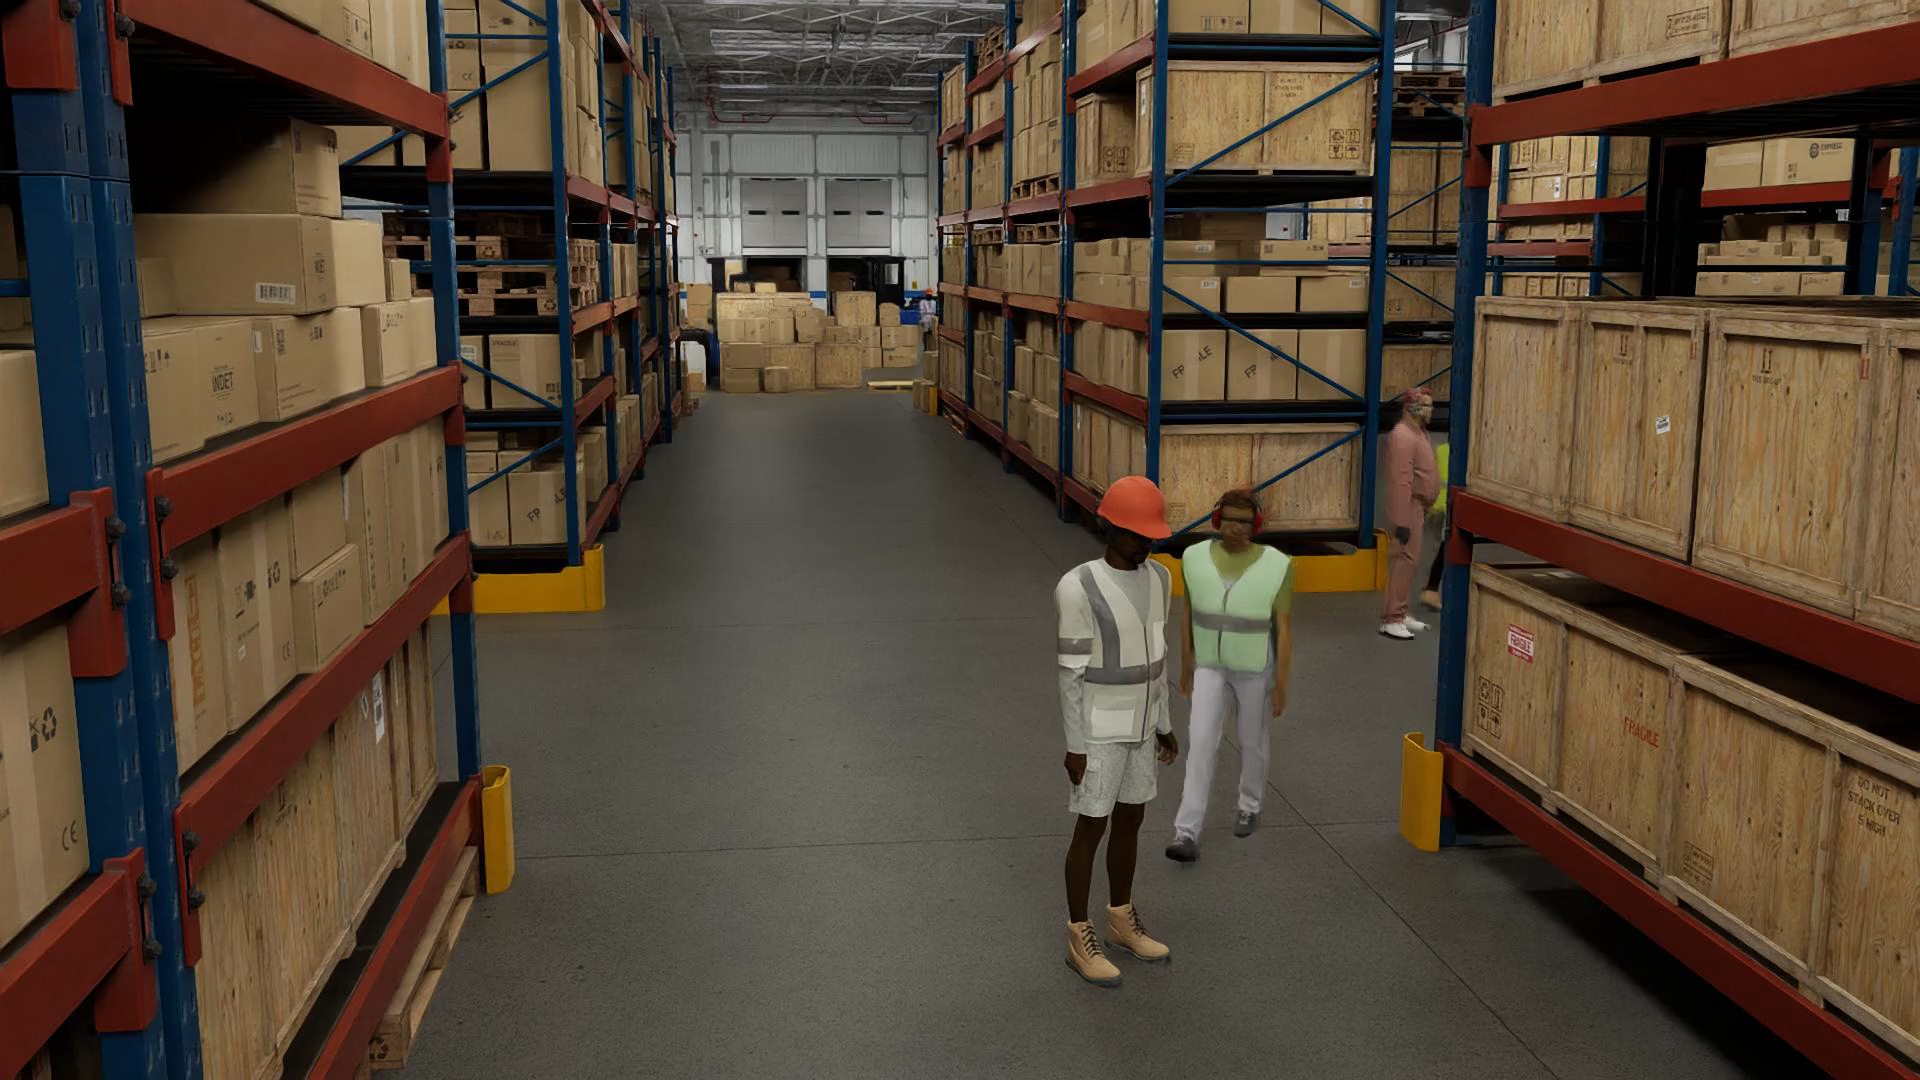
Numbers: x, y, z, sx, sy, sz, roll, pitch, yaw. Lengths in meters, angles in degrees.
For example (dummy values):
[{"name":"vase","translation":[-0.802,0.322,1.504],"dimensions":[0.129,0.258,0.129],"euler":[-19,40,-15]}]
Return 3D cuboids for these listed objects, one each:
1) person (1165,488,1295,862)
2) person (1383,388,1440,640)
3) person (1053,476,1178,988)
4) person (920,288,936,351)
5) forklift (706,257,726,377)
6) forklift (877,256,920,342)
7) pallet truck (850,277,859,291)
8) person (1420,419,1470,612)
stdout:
[{"name":"person","translation":[1.304,0.643,8.007],"dimensions":[0.575,1.783,0.981],"euler":[4,11,24]},{"name":"person","translation":[3.434,-0.201,12.677],"dimensions":[0.405,1.888,0.750],"euler":[4,10,21]},{"name":"person","translation":[0.653,0.750,6.665],"dimensions":[0.604,2.034,0.386],"euler":[-9,13,-42]},{"name":"person","translation":[-0.882,-6.417,48.739],"dimensions":[0.548,1.905,0.807],"euler":[-5,11,-25]},{"name":"forklift","translation":[-5.620,-5.178,38.709],"dimensions":[1.873,2.768,1.129],"euler":[-1,10,-7]},{"name":"forklift","translation":[-2.225,-7.845,54.237],"dimensions":[1.129,2.768,1.873],"euler":[-6,12,-33]},{"name":"pallet truck","translation":[-3.782,-9.391,65.808],"dimensions":[1.885,1.965,0.823],"euler":[2,10,10]},{"name":"person","translation":[4.040,-0.248,13.720],"dimensions":[0.542,1.611,1.026],"euler":[10,14,44]}]
